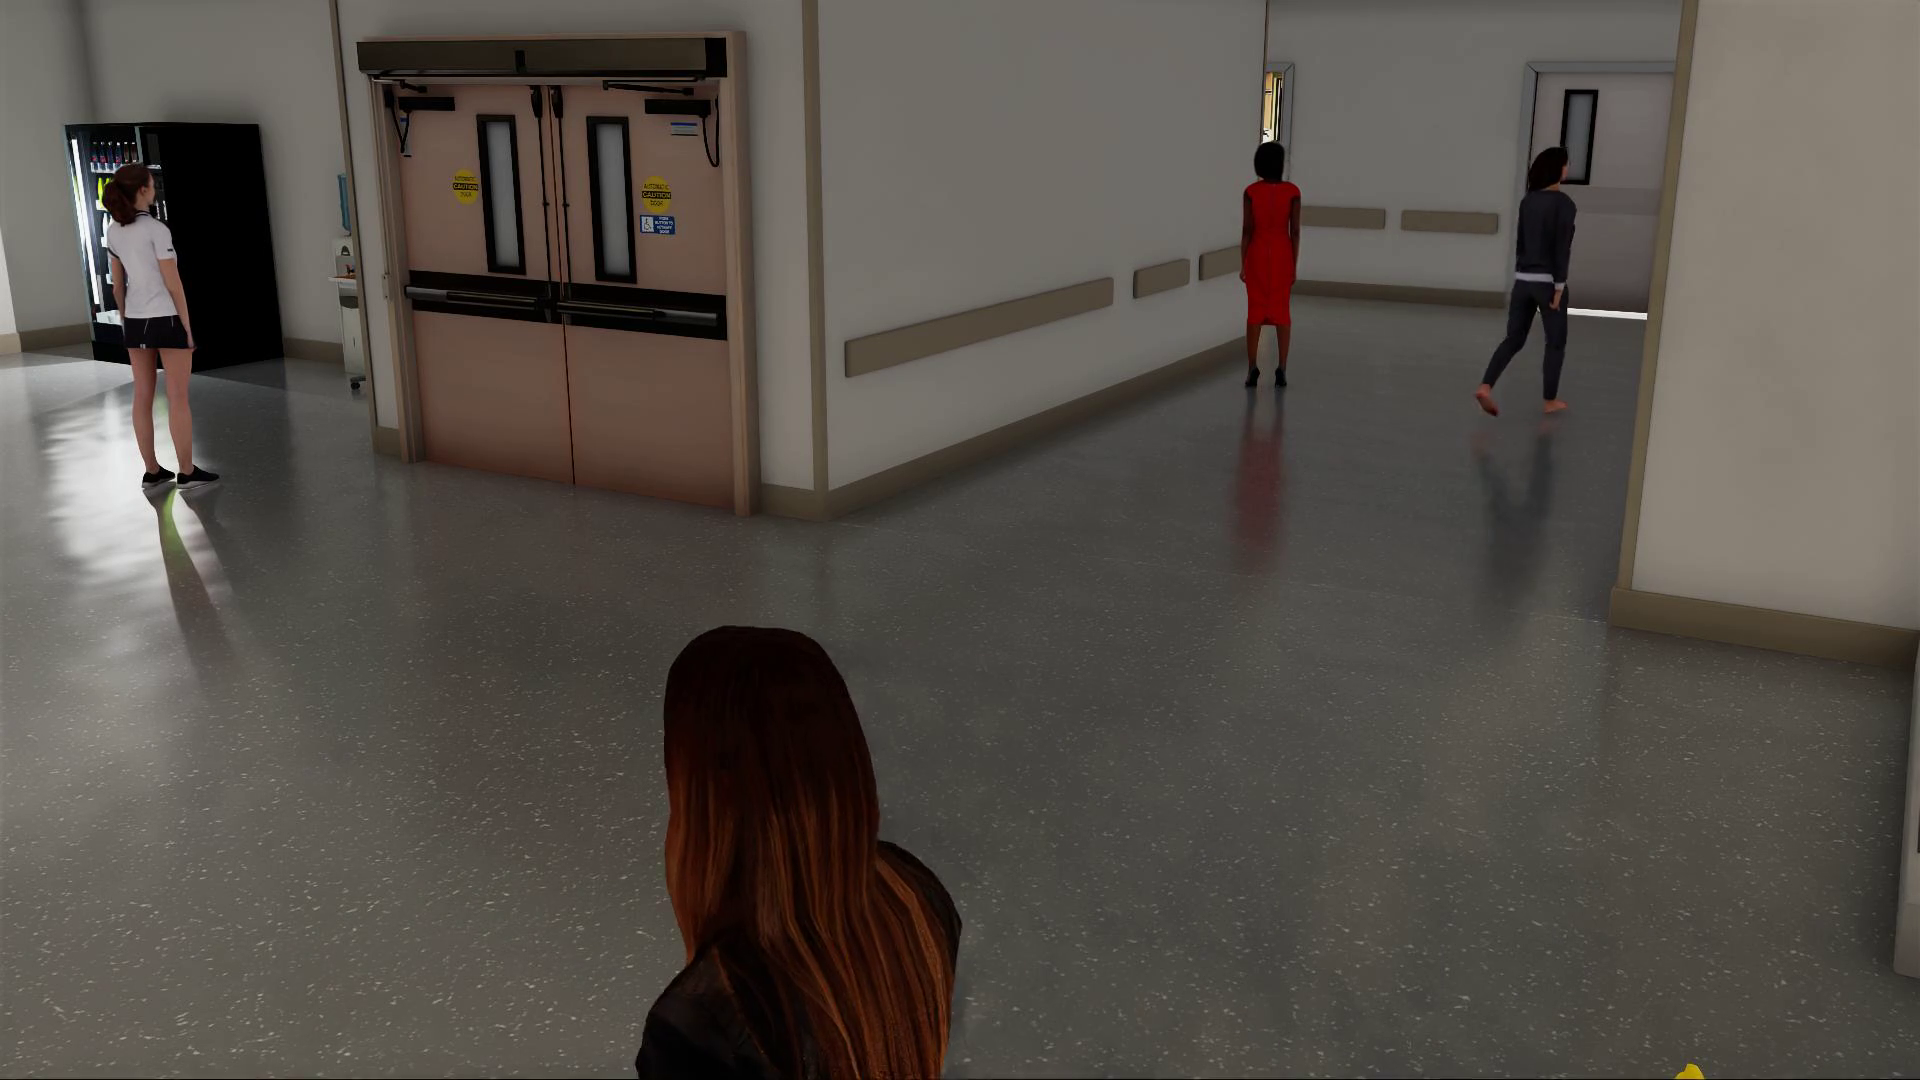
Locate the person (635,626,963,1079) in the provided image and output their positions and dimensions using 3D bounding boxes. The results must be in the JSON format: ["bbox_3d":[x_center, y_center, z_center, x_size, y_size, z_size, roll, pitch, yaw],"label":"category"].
[{"bbox_3d":[-0.089,0.923,1.817,1.142,1.685,0.710,12,20,37],"label":"person"}]

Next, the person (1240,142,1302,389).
[{"bbox_3d":[2.231,-1.976,11.997,0.555,1.743,0.687,2,16,9],"label":"person"}]

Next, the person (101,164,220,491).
[{"bbox_3d":[-4.384,-1.150,9.046,0.593,1.752,0.692,3,16,11],"label":"person"}]

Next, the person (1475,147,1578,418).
[{"bbox_3d":[3.715,-1.650,10.843,0.954,1.740,1.095,-11,19,-35],"label":"person"}]
